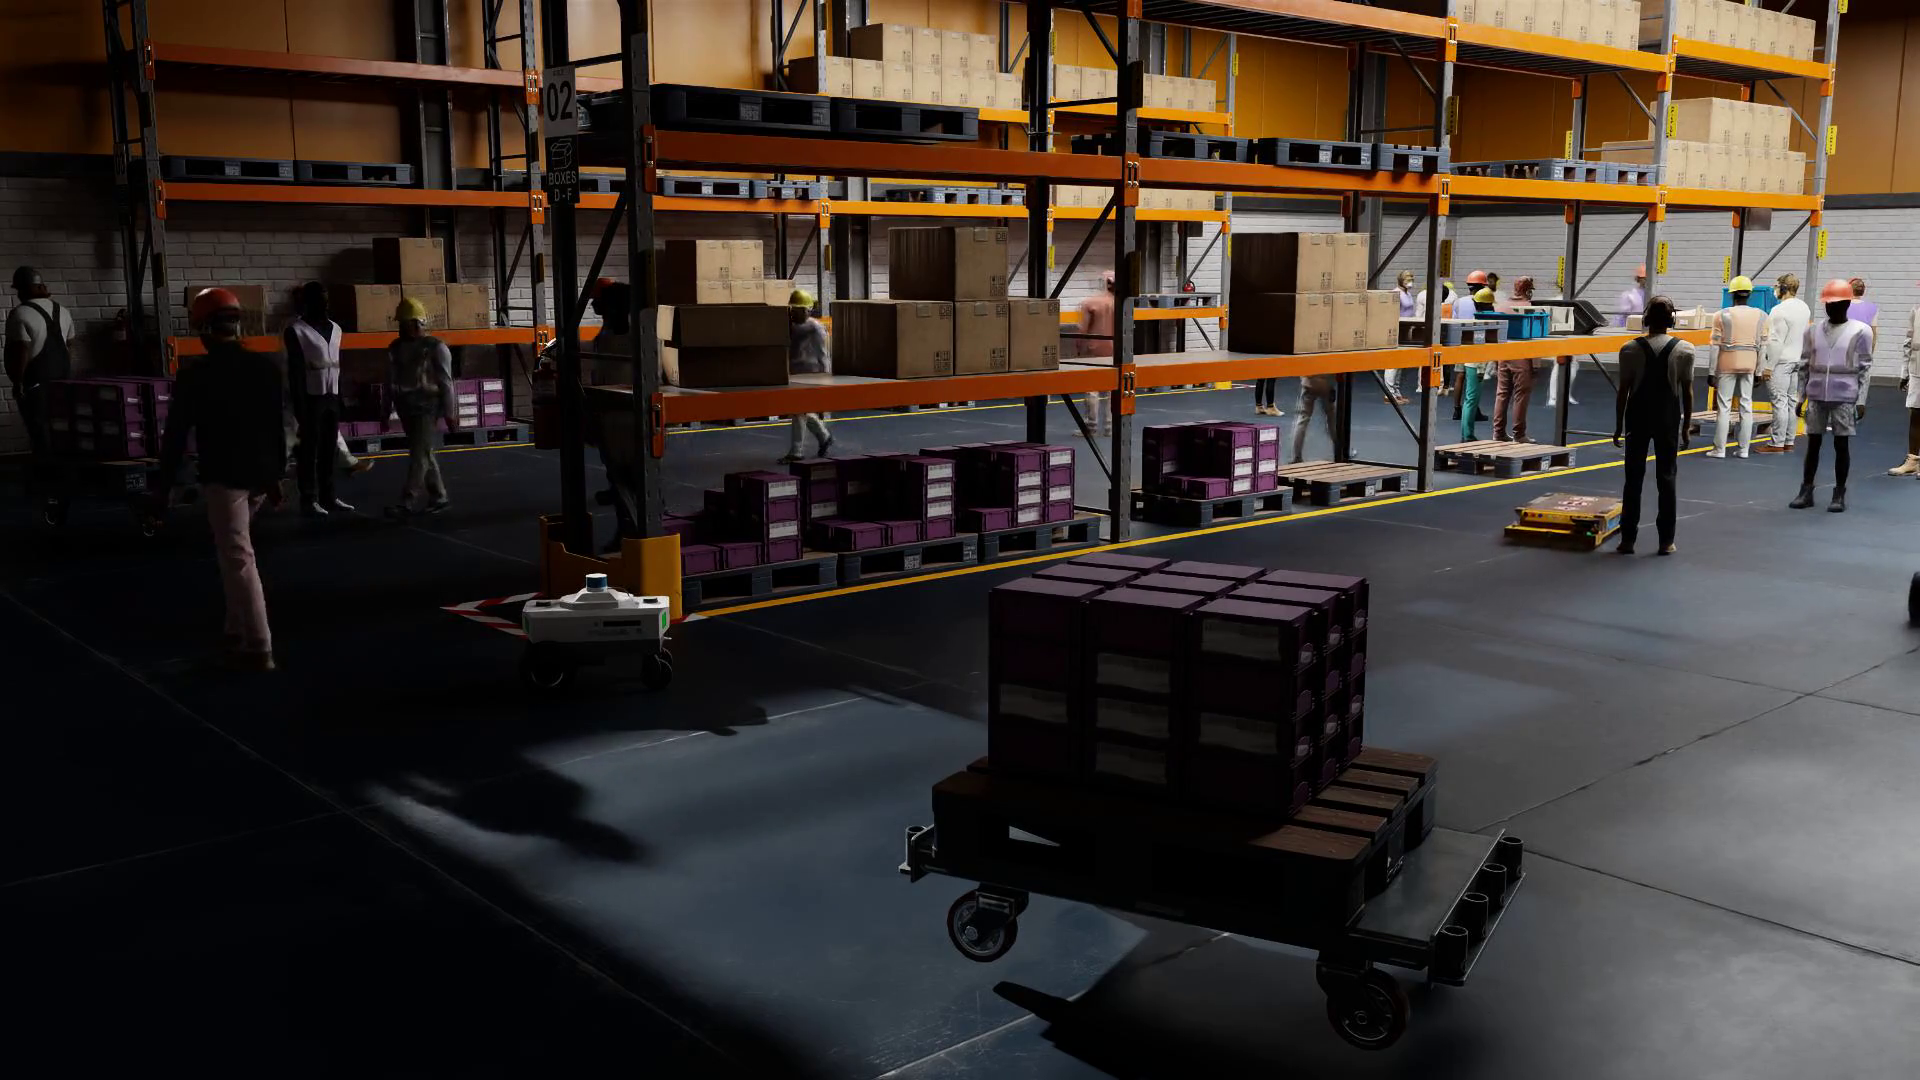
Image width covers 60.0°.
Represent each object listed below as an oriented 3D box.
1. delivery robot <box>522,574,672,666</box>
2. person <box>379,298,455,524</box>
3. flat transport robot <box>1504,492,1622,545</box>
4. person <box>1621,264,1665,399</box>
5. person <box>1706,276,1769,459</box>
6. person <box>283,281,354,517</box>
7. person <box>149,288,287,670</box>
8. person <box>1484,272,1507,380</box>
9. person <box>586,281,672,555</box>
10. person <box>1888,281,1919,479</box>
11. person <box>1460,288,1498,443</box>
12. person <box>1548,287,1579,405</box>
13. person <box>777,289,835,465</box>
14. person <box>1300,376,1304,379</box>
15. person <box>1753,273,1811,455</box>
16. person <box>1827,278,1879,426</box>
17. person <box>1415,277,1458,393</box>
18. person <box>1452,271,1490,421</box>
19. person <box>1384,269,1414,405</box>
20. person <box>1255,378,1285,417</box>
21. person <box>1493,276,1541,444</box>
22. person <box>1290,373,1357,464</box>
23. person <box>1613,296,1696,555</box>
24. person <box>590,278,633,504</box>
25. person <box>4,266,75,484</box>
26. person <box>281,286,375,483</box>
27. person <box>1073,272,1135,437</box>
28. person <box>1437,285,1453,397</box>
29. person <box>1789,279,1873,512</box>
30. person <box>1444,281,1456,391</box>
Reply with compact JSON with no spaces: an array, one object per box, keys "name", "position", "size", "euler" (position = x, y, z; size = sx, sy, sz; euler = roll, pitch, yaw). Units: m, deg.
[{"name":"delivery robot","position":[-1.785,0.410,8.210],"size":[0.707,0.478,0.477],"euler":[-2,10,-9]},{"name":"person","position":[-4.424,-1.040,13.383],"size":[0.607,1.780,0.899],"euler":[5,11,27]},{"name":"flat transport robot","position":[4.700,-0.177,12.752],"size":[0.652,0.197,1.431],"euler":[6,11,32]},{"name":"person","position":[9.961,-3.003,24.225],"size":[0.635,2.000,0.959],"euler":[1,10,4]},{"name":"person","position":[8.151,-1.806,17.482],"size":[0.580,1.918,0.390],"euler":[0,10,2]},{"name":"person","position":[-5.297,-1.161,13.701],"size":[0.371,1.914,0.597],"euler":[3,10,18]},{"name":"person","position":[-3.838,-0.308,8.592],"size":[0.746,1.953,0.634],"euler":[3,10,18]},{"name":"person","position":[9.232,-3.704,28.822],"size":[0.503,1.849,0.632],"euler":[8,12,38]},{"name":"person","position":[-2.381,-0.862,11.851],"size":[0.613,1.950,0.480],"euler":[8,13,39]},{"name":"person","position":[9.222,-1.590,15.843],"size":[0.378,2.041,0.616],"euler":[-3,10,-19]},{"name":"person","position":[5.800,-1.917,18.568],"size":[0.331,1.768,0.527],"euler":[2,10,12]},{"name":"person","position":[8.628,-2.822,23.673],"size":[0.562,1.836,0.582],"euler":[-3,10,-18]},{"name":"person","position":[-1.578,-1.693,17.163],"size":[0.579,1.805,0.846],"euler":[9,13,44]},{"name":"person","position":[6.104,-3.731,28.519],"size":[0.376,1.995,0.608],"euler":[-1,10,-6]},{"name":"person","position":[8.817,-1.876,17.823],"size":[0.627,1.940,0.372],"euler":[-7,12,-37]},{"name":"person","position":[11.175,-2.352,20.865],"size":[0.570,1.849,0.383],"euler":[2,10,9]},{"name":"person","position":[7.367,-3.215,25.796],"size":[0.647,1.897,0.399],"euler":[0,10,3]},{"name":"person","position":[6.621,-2.501,21.493],"size":[0.375,1.932,0.549],"euler":[-8,13,-39]},{"name":"person","position":[6.298,-2.900,23.823],"size":[0.355,1.936,0.633],"euler":[6,11,32]},{"name":"person","position":[4.112,-2.488,22.106],"size":[0.322,1.697,0.530],"euler":[-4,10,-22]},{"name":"person","position":[6.362,-2.042,18.929],"size":[0.402,1.900,0.636],"euler":[-7,12,-34]},{"name":"person","position":[3.683,-1.549,16.921],"size":[0.870,1.585,0.535],"euler":[-8,13,-39]},{"name":"person","position":[4.932,-0.809,11.849],"size":[0.508,1.844,0.336],"euler":[4,10,20]},{"name":"person","position":[-3.003,-1.275,14.300],"size":[0.362,1.939,0.543],"euler":[-2,10,-13]},{"name":"person","position":[-8.676,-1.550,15.615],"size":[0.536,2.000,0.688],"euler":[2,10,14]},{"name":"person","position":[-6.114,-1.472,15.740],"size":[0.964,1.833,0.600],"euler":[-9,13,-43]},{"name":"person","position":[1.681,-2.177,19.581],"size":[0.735,1.951,0.362],"euler":[0,10,-3]},{"name":"person","position":[7.240,-3.000,25.107],"size":[0.540,1.696,0.315],"euler":[-6,12,-33]},{"name":"person","position":[7.248,-1.197,13.849],"size":[0.551,1.934,0.372],"euler":[9,13,44]},{"name":"person","position":[7.647,-3.245,26.452],"size":[0.585,1.726,0.488],"euler":[8,13,41]}]
